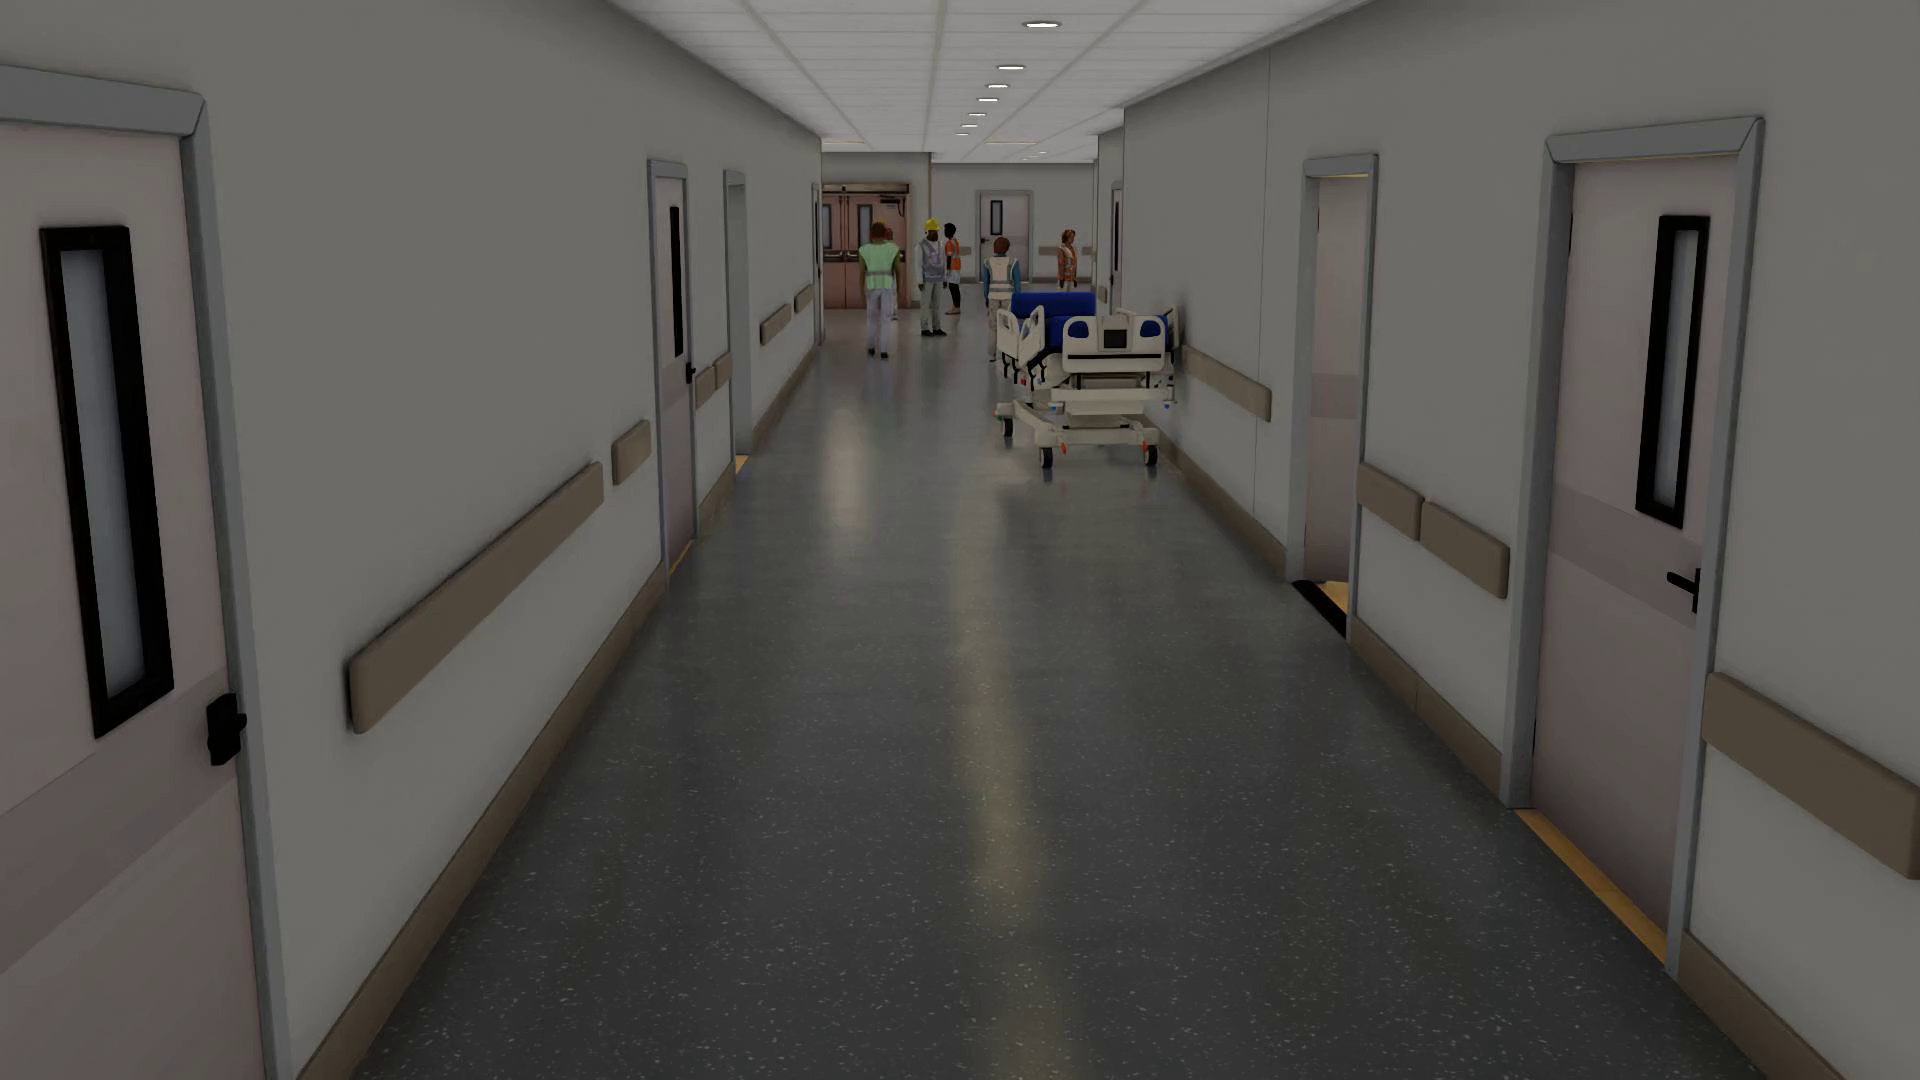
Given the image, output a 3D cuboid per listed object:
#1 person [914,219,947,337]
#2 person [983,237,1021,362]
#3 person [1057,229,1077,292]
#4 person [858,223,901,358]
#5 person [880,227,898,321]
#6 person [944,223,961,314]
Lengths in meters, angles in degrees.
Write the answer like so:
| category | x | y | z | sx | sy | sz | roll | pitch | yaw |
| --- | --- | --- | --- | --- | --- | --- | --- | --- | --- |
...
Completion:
| category | x | y | z | sx | sy | sz | roll | pitch | yaw |
| --- | --- | --- | --- | --- | --- | --- | --- | --- | --- |
| person | -0.436 | -4.082 | 25.930 | 0.596 | 1.826 | 0.403 | -11 | 16 | -42 |
| person | 0.552 | -3.151 | 21.840 | 0.513 | 1.638 | 0.307 | 4 | 12 | 18 |
| person | 1.736 | -4.214 | 27.005 | 0.311 | 1.642 | 0.513 | 7 | 14 | 31 |
| person | -1.093 | -3.401 | 22.667 | 0.575 | 1.797 | 0.952 | 0 | 12 | -2 |
| person | -1.258 | -4.689 | 29.331 | 0.311 | 1.636 | 0.521 | 3 | 12 | 16 |
| person | -0.145 | -5.039 | 30.910 | 0.323 | 1.687 | 0.536 | 2 | 12 | 10 |
